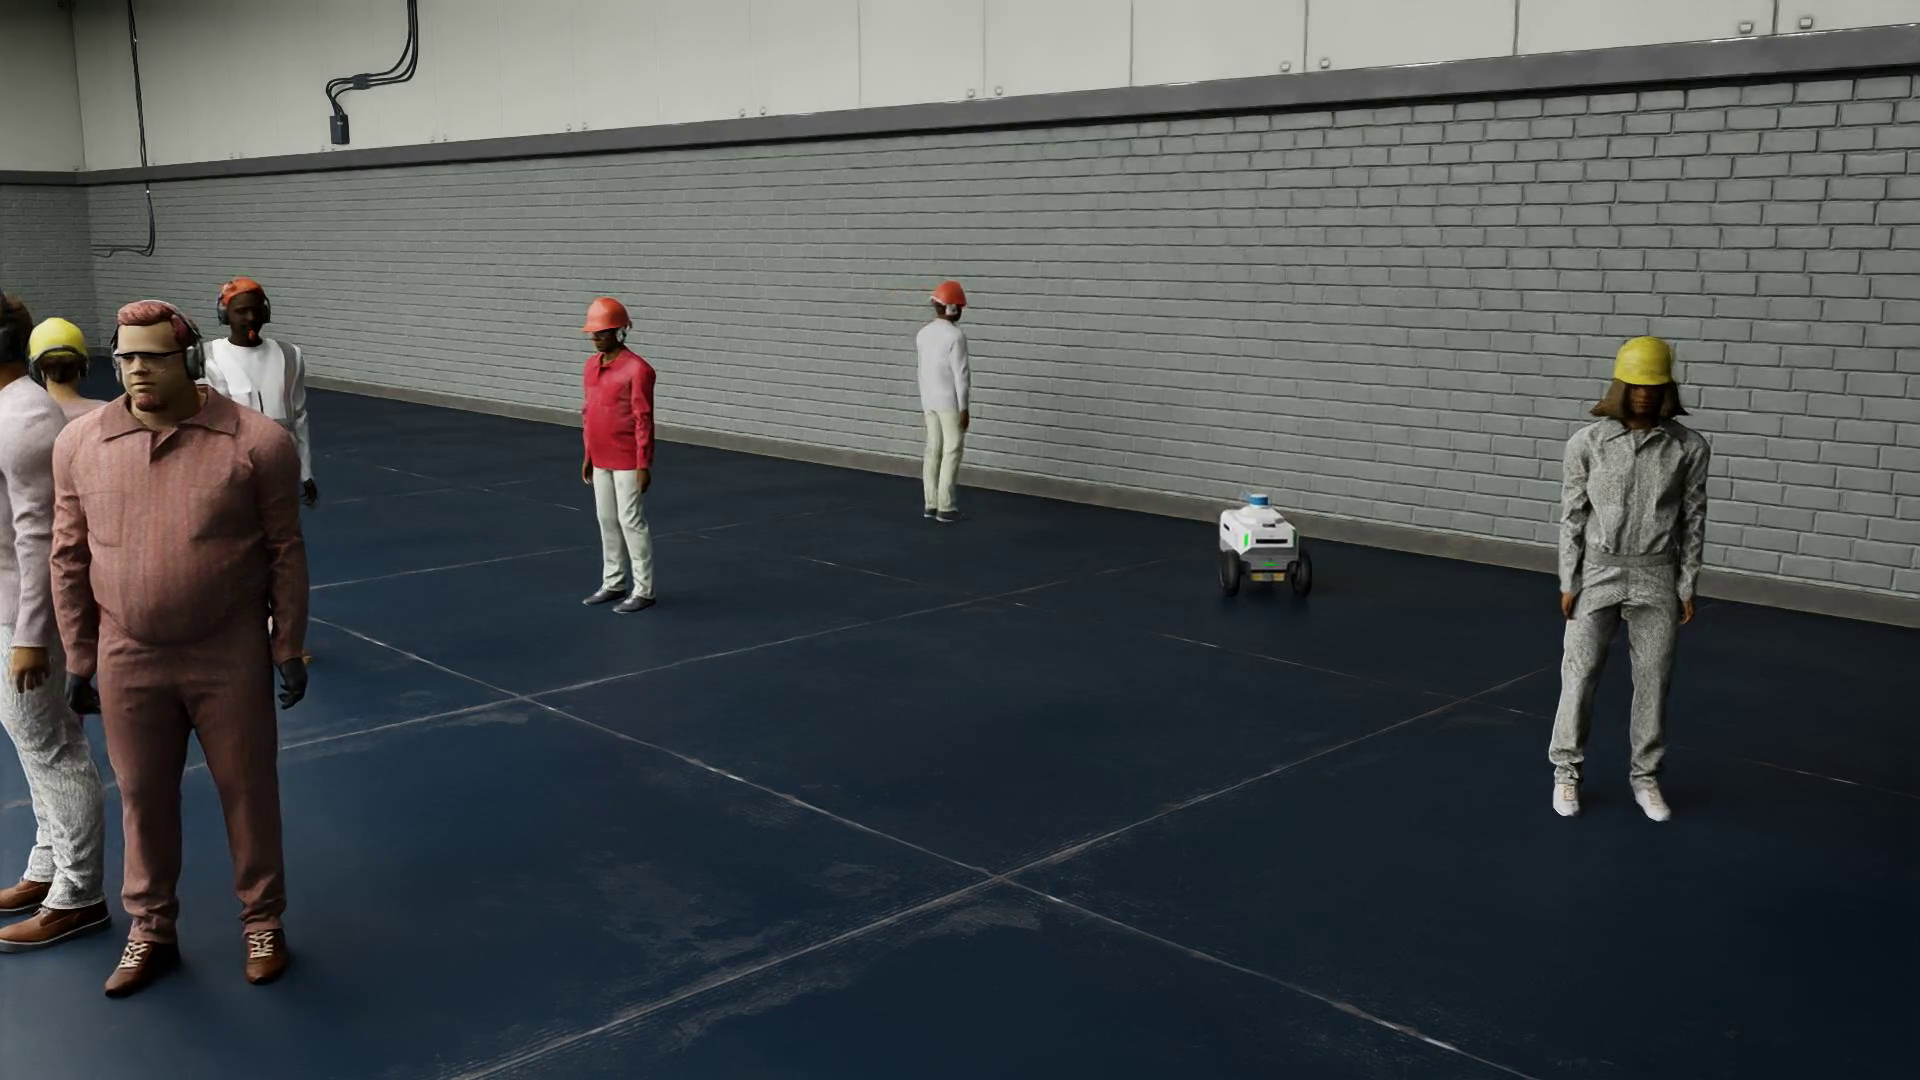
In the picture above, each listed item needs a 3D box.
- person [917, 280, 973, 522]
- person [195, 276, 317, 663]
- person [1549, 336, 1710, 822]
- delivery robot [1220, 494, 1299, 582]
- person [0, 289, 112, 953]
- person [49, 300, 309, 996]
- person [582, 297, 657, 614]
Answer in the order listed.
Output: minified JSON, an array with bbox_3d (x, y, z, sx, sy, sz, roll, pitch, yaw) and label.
[{"bbox_3d":[-0.087,-1.016,12.179,0.345,1.749,0.573,-7,13,-34],"label":"person"},{"bbox_3d":[-3.380,-0.309,7.958,0.584,1.883,0.337,-10,14,-44],"label":"person"},{"bbox_3d":[2.361,0.149,5.881,0.482,1.734,0.353,2,11,12],"label":"person"},{"bbox_3d":[1.756,-0.026,9.785,0.477,0.478,0.707,0,10,-2],"label":"delivery robot"},{"bbox_3d":[-2.761,0.226,4.890,0.364,1.939,0.636,-8,13,-36],"label":"person"},{"bbox_3d":[-2.127,0.303,4.558,0.648,1.907,0.401,-2,11,-10],"label":"person"},{"bbox_3d":[-1.909,-0.465,9.197,0.572,1.743,0.349,10,14,44],"label":"person"}]
